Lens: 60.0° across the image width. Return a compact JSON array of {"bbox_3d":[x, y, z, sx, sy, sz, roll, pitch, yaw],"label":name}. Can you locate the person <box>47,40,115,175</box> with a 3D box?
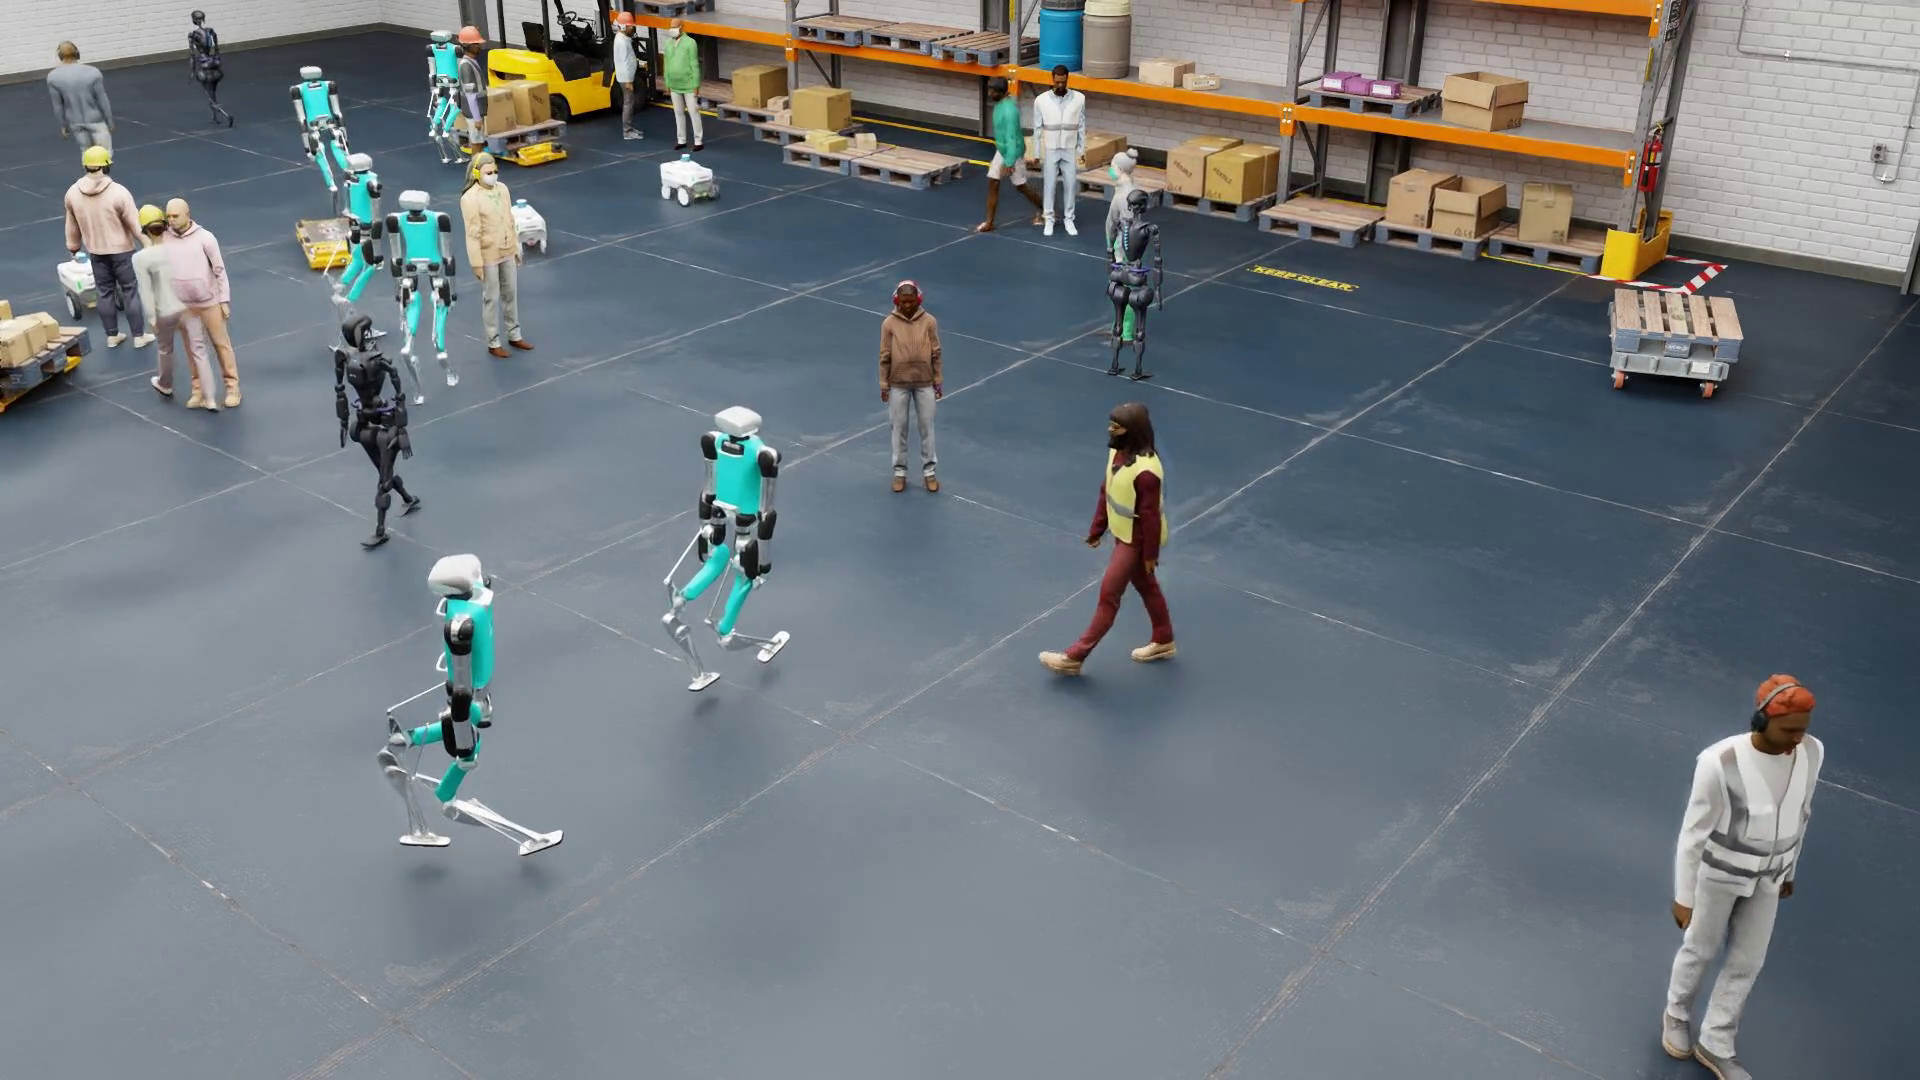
[{"bbox_3d":[-10.597,-5.050,20.123,0.631,1.921,0.642,-4,26,-9],"label":"person"}]

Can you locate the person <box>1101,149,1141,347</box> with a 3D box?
[{"bbox_3d":[1.499,-2.702,15.359,0.325,1.840,0.523,4,26,9],"label":"person"}]

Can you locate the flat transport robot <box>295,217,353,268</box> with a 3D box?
[{"bbox_3d":[-6.937,-3.306,18.417,0.659,0.231,1.431,-12,28,-23],"label":"flat transport robot"}]

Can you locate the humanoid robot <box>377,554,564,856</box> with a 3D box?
[{"bbox_3d":[-2.528,0.875,8.087,1.051,1.736,0.563,-2,26,-3],"label":"humanoid robot"}]

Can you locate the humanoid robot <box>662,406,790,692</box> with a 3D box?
[{"bbox_3d":[-1.392,0.128,9.626,0.551,1.731,1.016,15,30,29],"label":"humanoid robot"}]

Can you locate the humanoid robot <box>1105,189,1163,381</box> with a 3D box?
[{"bbox_3d":[1.508,-2.249,14.592,0.599,1.657,0.315,20,32,36],"label":"humanoid robot"}]

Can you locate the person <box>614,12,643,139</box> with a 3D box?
[{"bbox_3d":[-4.670,-6.541,23.424,0.351,1.737,0.575,-4,26,-9],"label":"person"}]

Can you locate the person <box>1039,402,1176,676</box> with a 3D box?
[{"bbox_3d":[0.924,-0.003,9.906,0.944,1.713,0.486,-6,26,-13],"label":"person"}]

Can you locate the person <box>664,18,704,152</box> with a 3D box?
[{"bbox_3d":[-3.782,-6.213,22.712,0.547,1.778,0.383,11,28,22],"label":"person"}]

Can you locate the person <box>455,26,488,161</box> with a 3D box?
[{"bbox_3d":[-5.910,-5.244,20.394,0.382,2.045,0.604,-5,26,-11],"label":"person"}]

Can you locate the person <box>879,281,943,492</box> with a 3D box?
[{"bbox_3d":[-0.366,-1.148,12.365,0.479,1.640,0.338,-2,26,-5],"label":"person"}]

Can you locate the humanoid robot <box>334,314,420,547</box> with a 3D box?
[{"bbox_3d":[-4.117,-0.817,11.695,0.611,1.622,0.788,9,27,18],"label":"humanoid robot"}]

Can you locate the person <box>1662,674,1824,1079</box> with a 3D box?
[{"bbox_3d":[3.207,1.402,6.820,0.606,1.875,0.525,-5,26,-11],"label":"person"}]

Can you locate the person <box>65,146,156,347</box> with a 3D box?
[{"bbox_3d":[-7.801,-2.669,15.279,0.818,1.854,0.434,0,26,0],"label":"person"}]

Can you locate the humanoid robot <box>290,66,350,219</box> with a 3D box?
[{"bbox_3d":[-7.307,-4.523,19.325,0.538,1.826,0.779,-19,31,-33],"label":"humanoid robot"}]

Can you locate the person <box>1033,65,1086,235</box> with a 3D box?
[{"bbox_3d":[1.121,-4.411,18.829,0.597,1.907,0.413,-4,26,-7],"label":"person"}]

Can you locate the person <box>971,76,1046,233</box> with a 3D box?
[{"bbox_3d":[0.630,-4.400,18.955,0.969,1.783,0.508,-11,28,-22],"label":"person"}]

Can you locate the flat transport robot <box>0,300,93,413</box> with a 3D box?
[{"bbox_3d":[-8.358,-1.401,14.473,0.659,0.231,1.431,2,26,4],"label":"flat transport robot"}]

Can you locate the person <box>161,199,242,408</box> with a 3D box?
[{"bbox_3d":[-6.380,-1.985,13.939,0.537,1.782,0.398,-1,26,-3],"label":"person"}]

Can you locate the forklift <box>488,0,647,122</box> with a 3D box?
[{"bbox_3d":[-5.874,-7.334,24.552,1.214,2.155,2.313,19,32,34],"label":"forklift"}]

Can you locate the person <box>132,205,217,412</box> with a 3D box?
[{"bbox_3d":[-6.615,-1.953,13.948,0.519,1.711,0.898,-22,34,-38],"label":"person"}]

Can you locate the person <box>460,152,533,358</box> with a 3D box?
[{"bbox_3d":[-4.242,-2.590,15.102,0.409,1.868,0.569,14,29,27],"label":"person"}]

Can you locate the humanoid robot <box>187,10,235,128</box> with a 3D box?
[{"bbox_3d":[-10.881,-6.843,24.159,0.693,1.647,0.599,10,27,19],"label":"humanoid robot"}]

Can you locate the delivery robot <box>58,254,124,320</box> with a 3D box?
[{"bbox_3d":[-8.645,-2.527,16.486,0.499,0.605,0.799,-21,33,-36],"label":"delivery robot"}]

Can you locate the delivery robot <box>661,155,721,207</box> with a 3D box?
[{"bbox_3d":[-3.325,-4.400,20.372,0.499,0.610,0.793,-23,34,-39],"label":"delivery robot"}]

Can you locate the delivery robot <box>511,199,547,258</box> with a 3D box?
[{"bbox_3d":[-4.835,-3.475,18.431,0.499,0.589,0.775,-12,28,-24],"label":"delivery robot"}]

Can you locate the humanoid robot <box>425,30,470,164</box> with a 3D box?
[{"bbox_3d":[-6.712,-5.700,21.534,0.533,1.677,0.735,6,26,13],"label":"humanoid robot"}]

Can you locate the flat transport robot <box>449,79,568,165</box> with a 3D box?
[{"bbox_3d":[-6.088,-5.322,22.593,1.431,0.231,0.659,18,31,33],"label":"flat transport robot"}]

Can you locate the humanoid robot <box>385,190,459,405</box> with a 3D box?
[{"bbox_3d":[-4.540,-1.999,14.068,0.538,1.794,0.811,-4,26,-8],"label":"humanoid robot"}]

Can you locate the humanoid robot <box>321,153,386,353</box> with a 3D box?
[{"bbox_3d":[-5.671,-2.568,15.292,0.833,1.862,0.549,-23,34,-39],"label":"humanoid robot"}]
